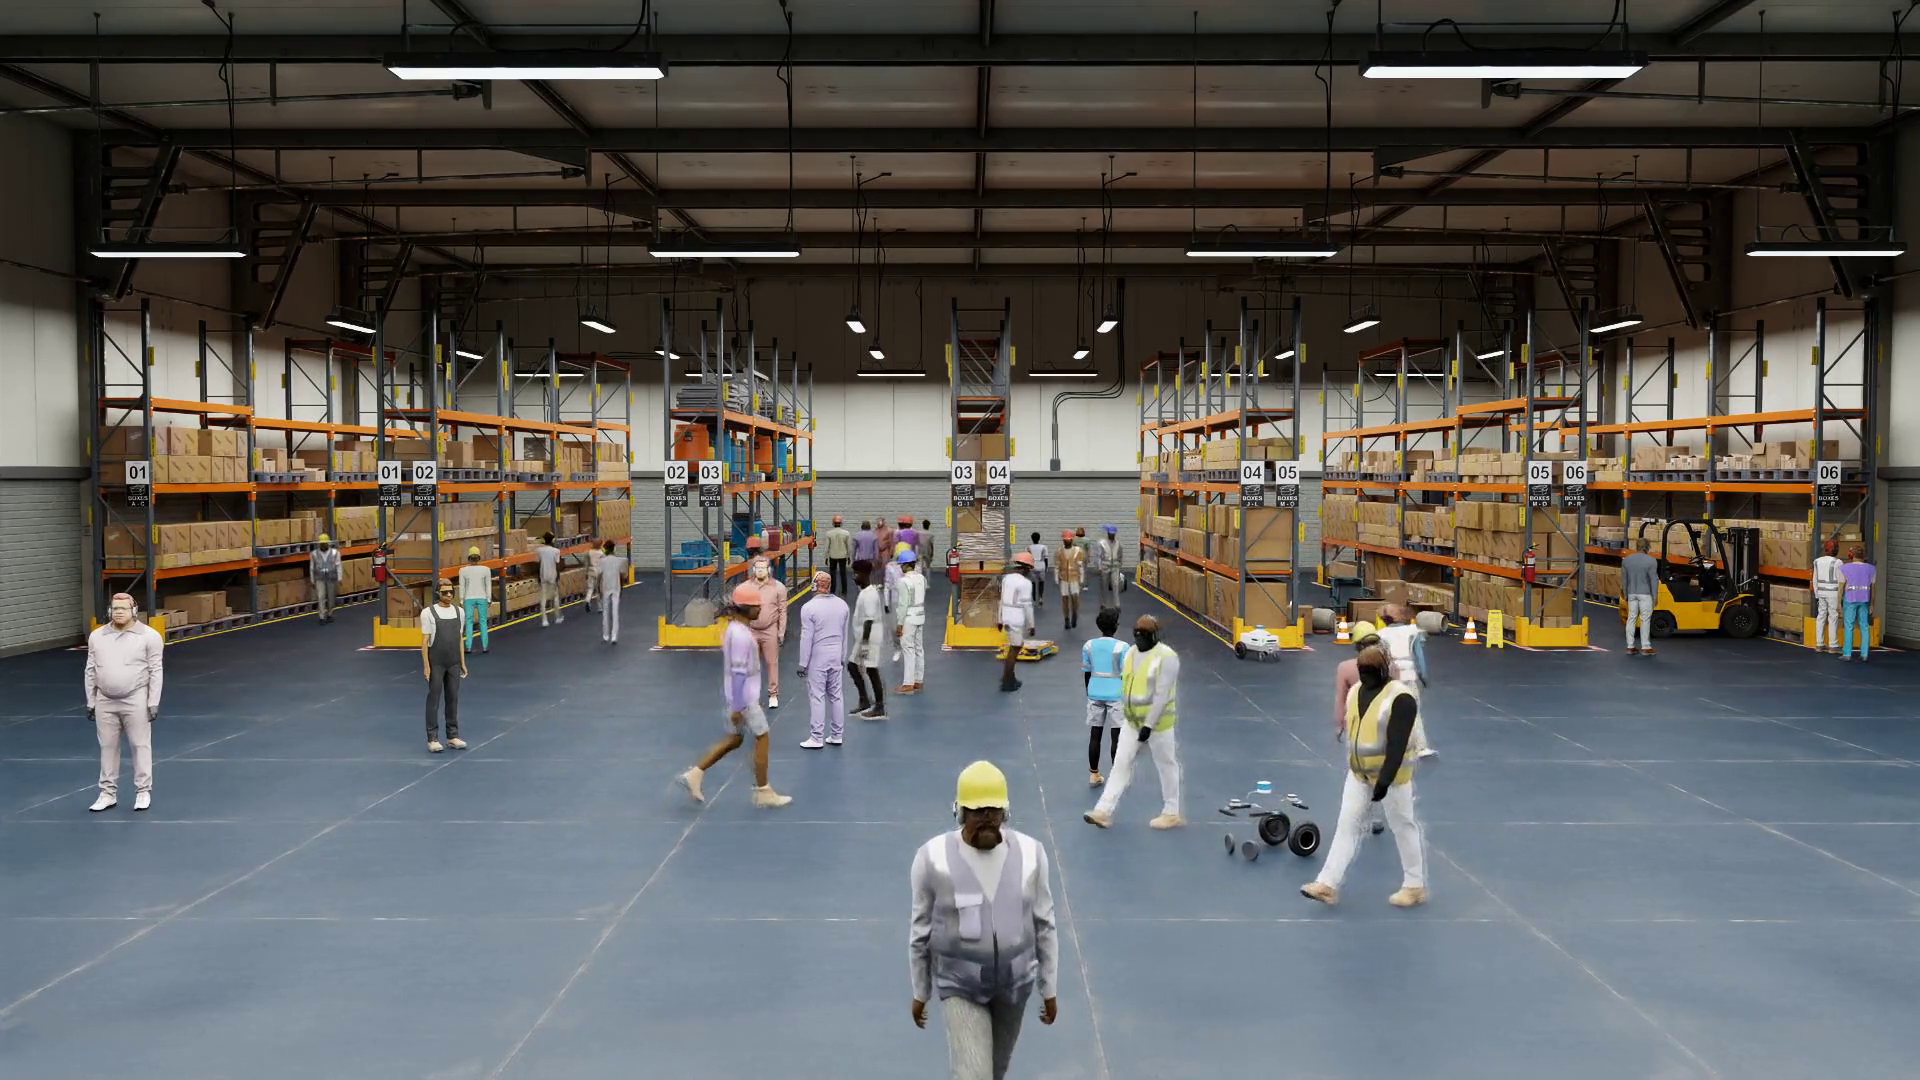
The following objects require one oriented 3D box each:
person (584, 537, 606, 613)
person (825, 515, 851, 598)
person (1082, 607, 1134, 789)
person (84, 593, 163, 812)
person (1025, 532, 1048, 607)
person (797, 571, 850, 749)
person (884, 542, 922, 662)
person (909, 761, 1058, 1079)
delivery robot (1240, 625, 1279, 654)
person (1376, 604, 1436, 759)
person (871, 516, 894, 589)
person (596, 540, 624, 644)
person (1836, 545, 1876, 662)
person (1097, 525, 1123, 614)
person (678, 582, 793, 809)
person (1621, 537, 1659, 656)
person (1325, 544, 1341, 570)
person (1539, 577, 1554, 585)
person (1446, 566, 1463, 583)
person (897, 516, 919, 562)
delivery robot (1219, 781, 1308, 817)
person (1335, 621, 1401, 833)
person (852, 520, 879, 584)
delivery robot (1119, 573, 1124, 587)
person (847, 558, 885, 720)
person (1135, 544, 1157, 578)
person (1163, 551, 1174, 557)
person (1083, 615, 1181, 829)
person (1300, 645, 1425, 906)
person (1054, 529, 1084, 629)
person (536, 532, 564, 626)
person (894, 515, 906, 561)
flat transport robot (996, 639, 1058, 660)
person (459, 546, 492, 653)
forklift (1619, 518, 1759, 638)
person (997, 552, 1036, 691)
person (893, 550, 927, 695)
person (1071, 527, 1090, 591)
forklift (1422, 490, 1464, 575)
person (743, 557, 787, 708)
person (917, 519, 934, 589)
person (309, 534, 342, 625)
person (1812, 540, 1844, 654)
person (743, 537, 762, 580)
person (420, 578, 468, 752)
[{"bbox_3d":[-7.804,0.756,34.546,0.517,1.628,0.577,0,2,4],"label":"person"},{"bbox_3d":[-2.935,0.403,38.849,0.622,1.990,0.402,0,2,-8],"label":"person"},{"bbox_3d":[1.400,1.486,15.224,0.535,1.700,0.318,2,3,34],"label":"person"},{"bbox_3d":[-7.382,1.421,14.227,0.641,1.913,0.407,0,2,-7],"label":"person"},{"bbox_3d":[1.706,0.654,36.252,0.555,1.679,0.457,0,2,1],"label":"person"},{"bbox_3d":[-1.502,1.293,17.481,0.639,1.910,0.407,-2,3,-45],"label":"person"},{"bbox_3d":[-0.884,0.978,25.432,0.617,1.899,0.478,0,2,2],"label":"person"},{"bbox_3d":[0.099,1.784,6.625,0.603,1.792,0.909,-1,2,-14],"label":"person"},{"bbox_3d":[4.782,1.605,25.773,0.477,0.478,0.707,-1,2,-22],"label":"delivery robot"},{"bbox_3d":[4.613,1.467,16.822,0.644,1.604,0.395,0,2,-1],"label":"person"},{"bbox_3d":[-2.061,0.320,42.226,0.638,1.892,0.436,1,2,21],"label":"person"},{"bbox_3d":[-6.161,0.908,28.439,0.486,1.820,1.021,-1,2,-15],"label":"person"},{"bbox_3d":[14.207,1.007,25.575,0.564,1.840,0.376,0,2,5],"label":"person"},{"bbox_3d":[3.196,0.627,34.503,0.601,1.901,1.018,0,2,-9],"label":"person"},{"bbox_3d":[-1.994,1.373,14.278,0.931,2.013,0.611,-1,2,-15],"label":"person"},{"bbox_3d":[11.190,0.922,26.548,0.357,1.930,0.635,-2,3,-34],"label":"person"},{"bbox_3d":[10.338,0.176,44.860,0.681,1.965,0.665,0,2,1],"label":"person"},{"bbox_3d":[13.207,0.627,36.446,0.320,1.737,0.483,-1,3,-25],"label":"person"},{"bbox_3d":[11.549,0.430,37.762,0.614,2.019,0.537,0,2,-1],"label":"person"},{"bbox_3d":[-1.309,0.362,40.810,0.556,1.914,0.565,0,2,-4],"label":"person"},{"bbox_3d":[2.371,2.001,12.590,0.698,0.223,0.335,-1,2,-21],"label":"delivery robot"},{"bbox_3d":[3.373,1.541,13.291,0.564,1.745,0.445,1,2,14],"label":"person"},{"bbox_3d":[-2.246,0.471,38.437,0.649,1.904,0.942,0,2,-7],"label":"person"},{"bbox_3d":[4.019,0.991,41.230,0.477,0.478,0.707,0,2,5],"label":"delivery robot"},{"bbox_3d":[-1.161,1.194,19.438,0.601,1.944,0.629,0,2,-8],"label":"person"},{"bbox_3d":[5.121,0.268,44.141,0.800,1.858,0.610,-1,2,-23],"label":"person"},{"bbox_3d":[5.853,0.229,44.610,0.671,1.876,0.732,-1,3,-29],"label":"person"},{"bbox_3d":[1.486,1.516,13.305,0.943,1.790,0.624,-2,3,-39],"label":"person"},{"bbox_3d":[2.804,1.610,10.980,0.923,1.781,0.618,-1,3,-31],"label":"person"},{"bbox_3d":[2.073,0.752,30.897,0.574,1.918,0.509,1,2,14],"label":"person"},{"bbox_3d":[-8.063,0.761,31.720,0.499,1.833,0.944,0,2,-1],"label":"person"},{"bbox_3d":[-1.484,0.272,43.388,0.582,1.906,0.915,1,3,25],"label":"person"},{"bbox_3d":[1.099,1.773,26.219,0.652,0.197,1.431,1,2,18],"label":"flat transport robot"},{"bbox_3d":[-8.043,0.992,26.788,0.525,1.772,0.308,-1,2,-22],"label":"person"},{"bbox_3d":[13.417,0.684,29.791,2.313,2.155,1.214,0,2,0],"label":"forklift"},{"bbox_3d":[0.789,1.116,22.082,0.562,1.891,0.575,-2,3,-34],"label":"person"},{"bbox_3d":[-0.676,1.102,21.824,0.390,1.945,0.603,1,3,27],"label":"person"},{"bbox_3d":[3.087,0.481,41.321,0.498,1.633,0.285,0,2,7],"label":"person"},{"bbox_3d":[13.926,-0.371,47.846,1.873,2.768,1.129,0,2,0],"label":"forklift"},{"bbox_3d":[-2.524,1.172,20.494,0.644,1.913,0.408,0,2,5],"label":"person"},{"bbox_3d":[-0.920,0.371,41.720,0.514,1.834,0.893,0,2,4],"label":"person"},{"bbox_3d":[-12.632,0.769,32.167,0.595,1.797,0.902,-1,2,-23],"label":"person"},{"bbox_3d":[14.460,0.933,26.836,0.342,1.882,0.586,-1,2,-18],"label":"person"},{"bbox_3d":[-3.396,0.899,27.197,0.629,1.925,0.558,0,2,6],"label":"person"},{"bbox_3d":[-5.530,1.330,17.332,0.345,1.846,0.506,2,3,40],"label":"person"}]
